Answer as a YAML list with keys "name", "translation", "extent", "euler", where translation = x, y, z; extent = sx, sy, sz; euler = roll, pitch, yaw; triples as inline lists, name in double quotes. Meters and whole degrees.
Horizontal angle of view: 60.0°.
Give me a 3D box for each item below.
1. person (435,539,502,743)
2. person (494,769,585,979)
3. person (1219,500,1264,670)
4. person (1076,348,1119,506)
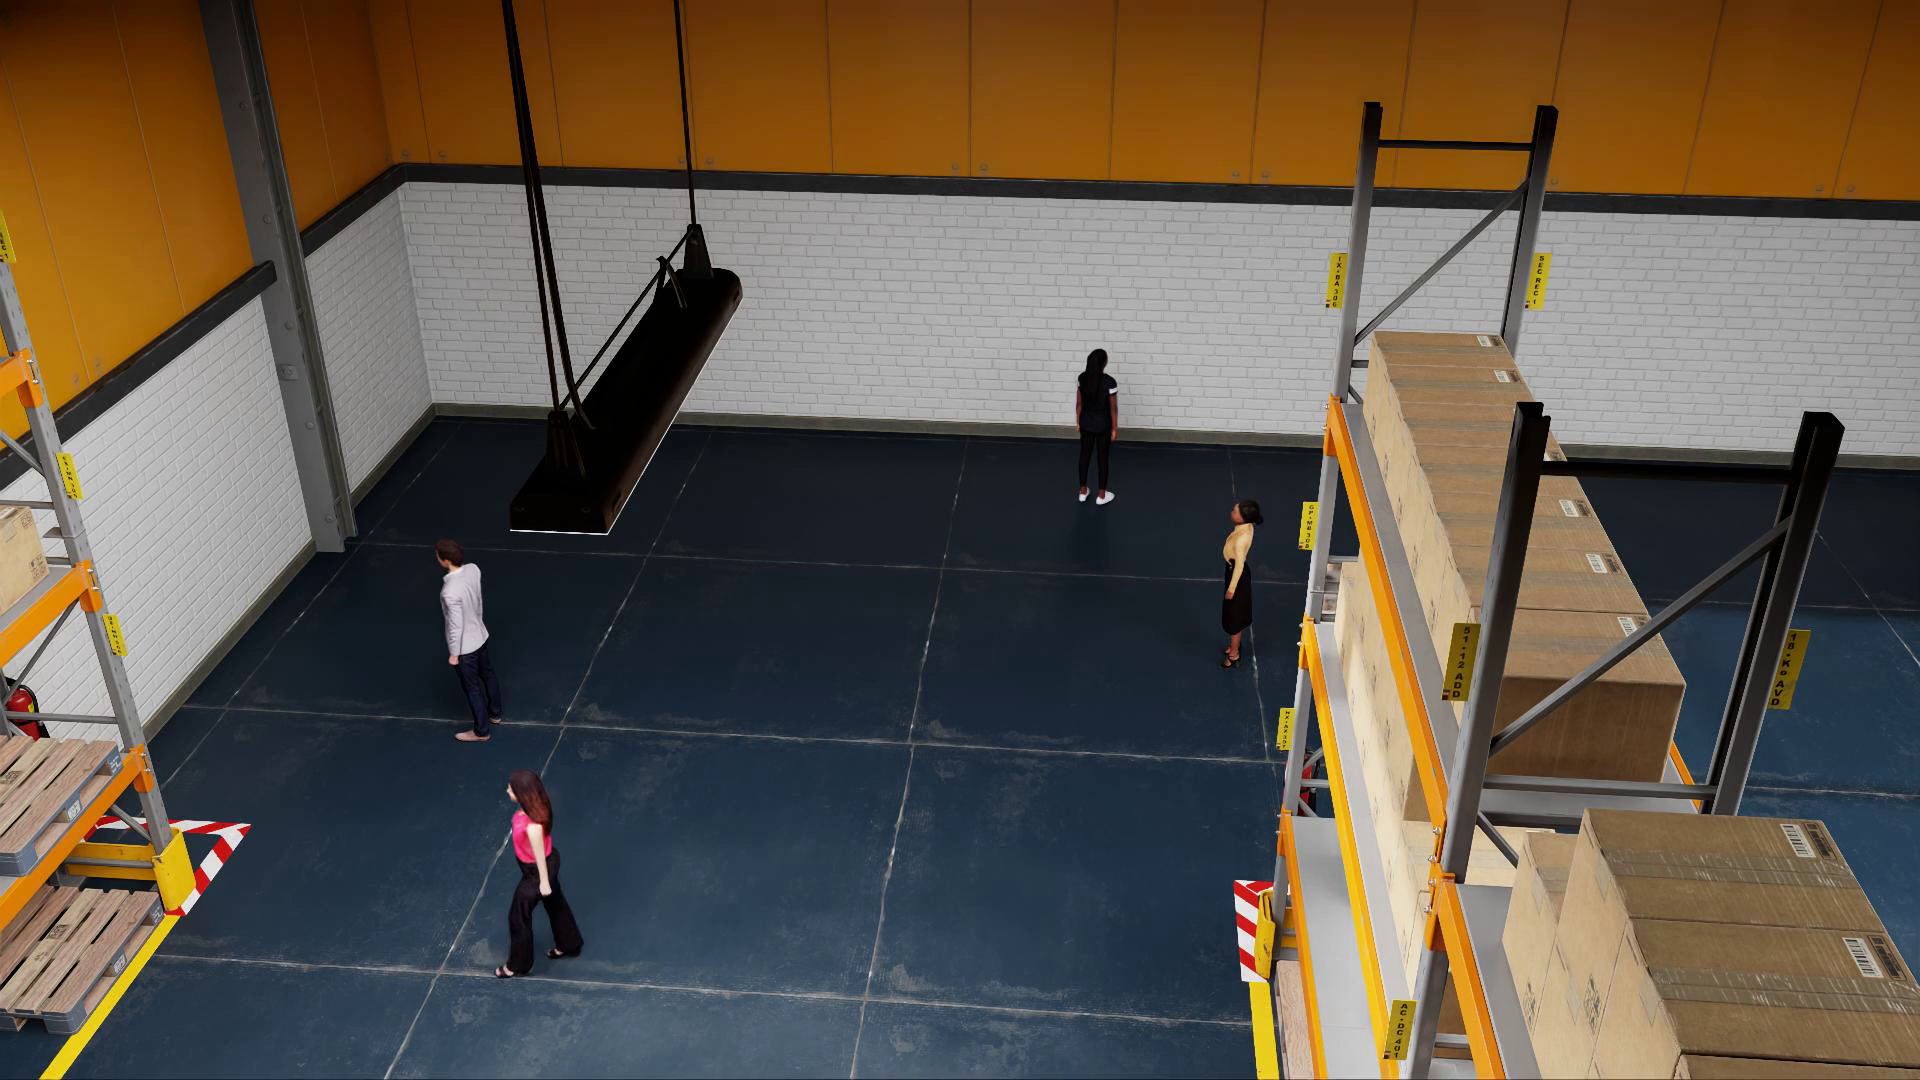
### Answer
- name: "person"
  translation: [-4.062, 0.810, 13.736]
  extent: [0.753, 1.847, 0.536]
  euler: [5, 29, 9]
- name: "person"
  translation: [-2.789, 2.247, 11.314]
  extent: [0.808, 1.642, 0.855]
  euler: [-6, 29, -10]
- name: "person"
  translation: [2.456, 0.378, 14.732]
  extent: [0.662, 1.651, 0.525]
  euler: [8, 30, 14]
- name: "person"
  translation: [1.434, -1.211, 17.564]
  extent: [0.688, 1.729, 0.672]
  euler: [14, 31, 24]
